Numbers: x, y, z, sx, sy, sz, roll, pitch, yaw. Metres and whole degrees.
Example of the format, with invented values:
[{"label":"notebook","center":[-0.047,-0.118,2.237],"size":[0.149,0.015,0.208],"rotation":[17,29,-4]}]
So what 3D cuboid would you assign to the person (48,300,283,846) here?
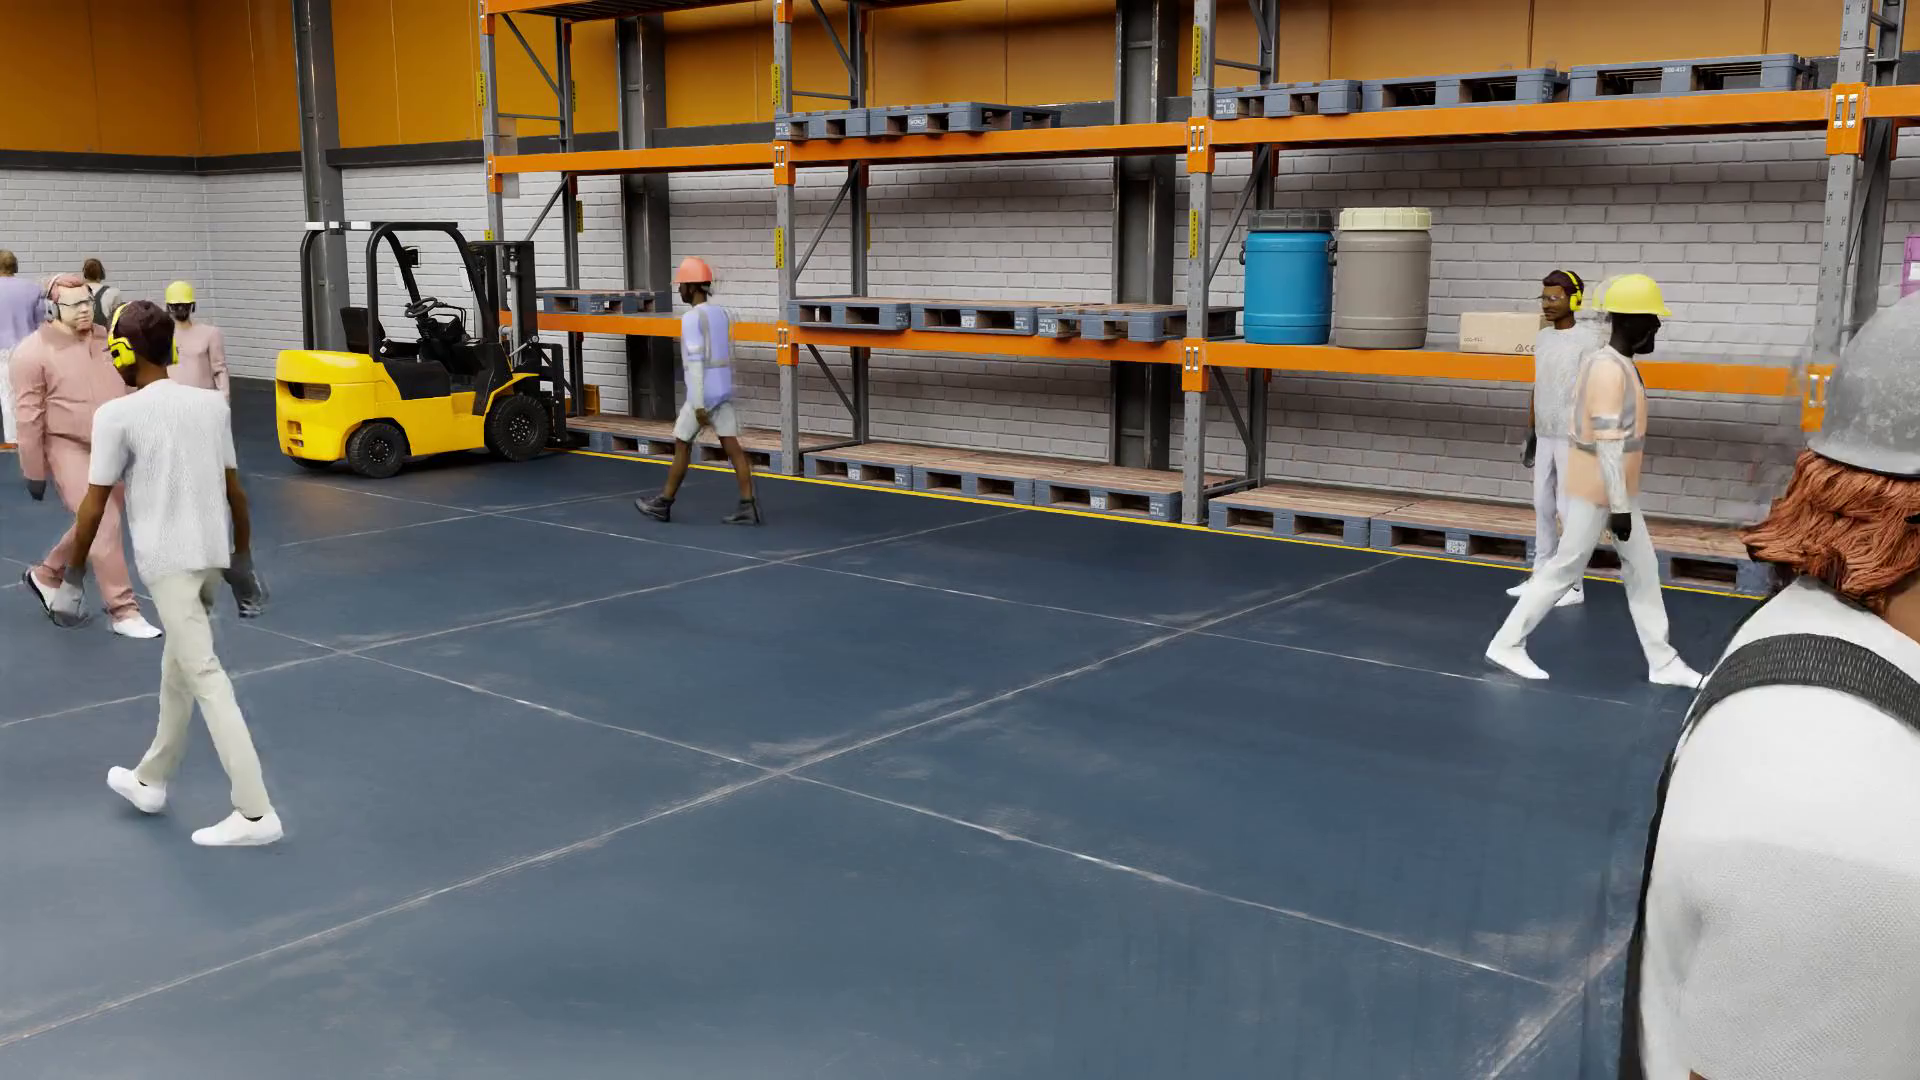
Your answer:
[{"label":"person","center":[-2.709,0.117,5.590],"size":[0.947,1.813,0.551],"rotation":[4,11,20]}]

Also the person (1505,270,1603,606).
[{"label":"person","center":[3.327,-0.562,9.261],"size":[0.320,1.861,0.515],"rotation":[-4,11,-20]}]

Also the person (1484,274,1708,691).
[{"label":"person","center":[2.904,-0.255,7.515],"size":[1.004,1.879,0.607],"rotation":[6,12,29]}]

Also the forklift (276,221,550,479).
[{"label":"forklift","center":[-4.922,-1.741,14.854],"size":[1.214,2.155,2.313],"rotation":[8,13,38]}]

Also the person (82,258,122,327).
[{"label":"person","center":[-9.245,-2.110,17.903],"size":[0.517,1.831,0.467],"rotation":[-3,11,-14]}]

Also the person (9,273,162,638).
[{"label":"person","center":[-4.544,-0.438,8.552],"size":[0.919,1.869,0.645],"rotation":[3,11,18]}]

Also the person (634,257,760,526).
[{"label":"person","center":[-1.859,-1.045,11.819],"size":[0.988,1.885,0.551],"rotation":[5,11,25]}]

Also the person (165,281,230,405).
[{"label":"person","center":[-5.751,-1.070,12.433],"size":[0.532,1.725,0.883],"rotation":[-5,12,-28]}]

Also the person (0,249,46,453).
[{"label":"person","center":[-9.050,-1.806,15.920],"size":[0.355,1.938,0.634],"rotation":[8,13,38]}]
